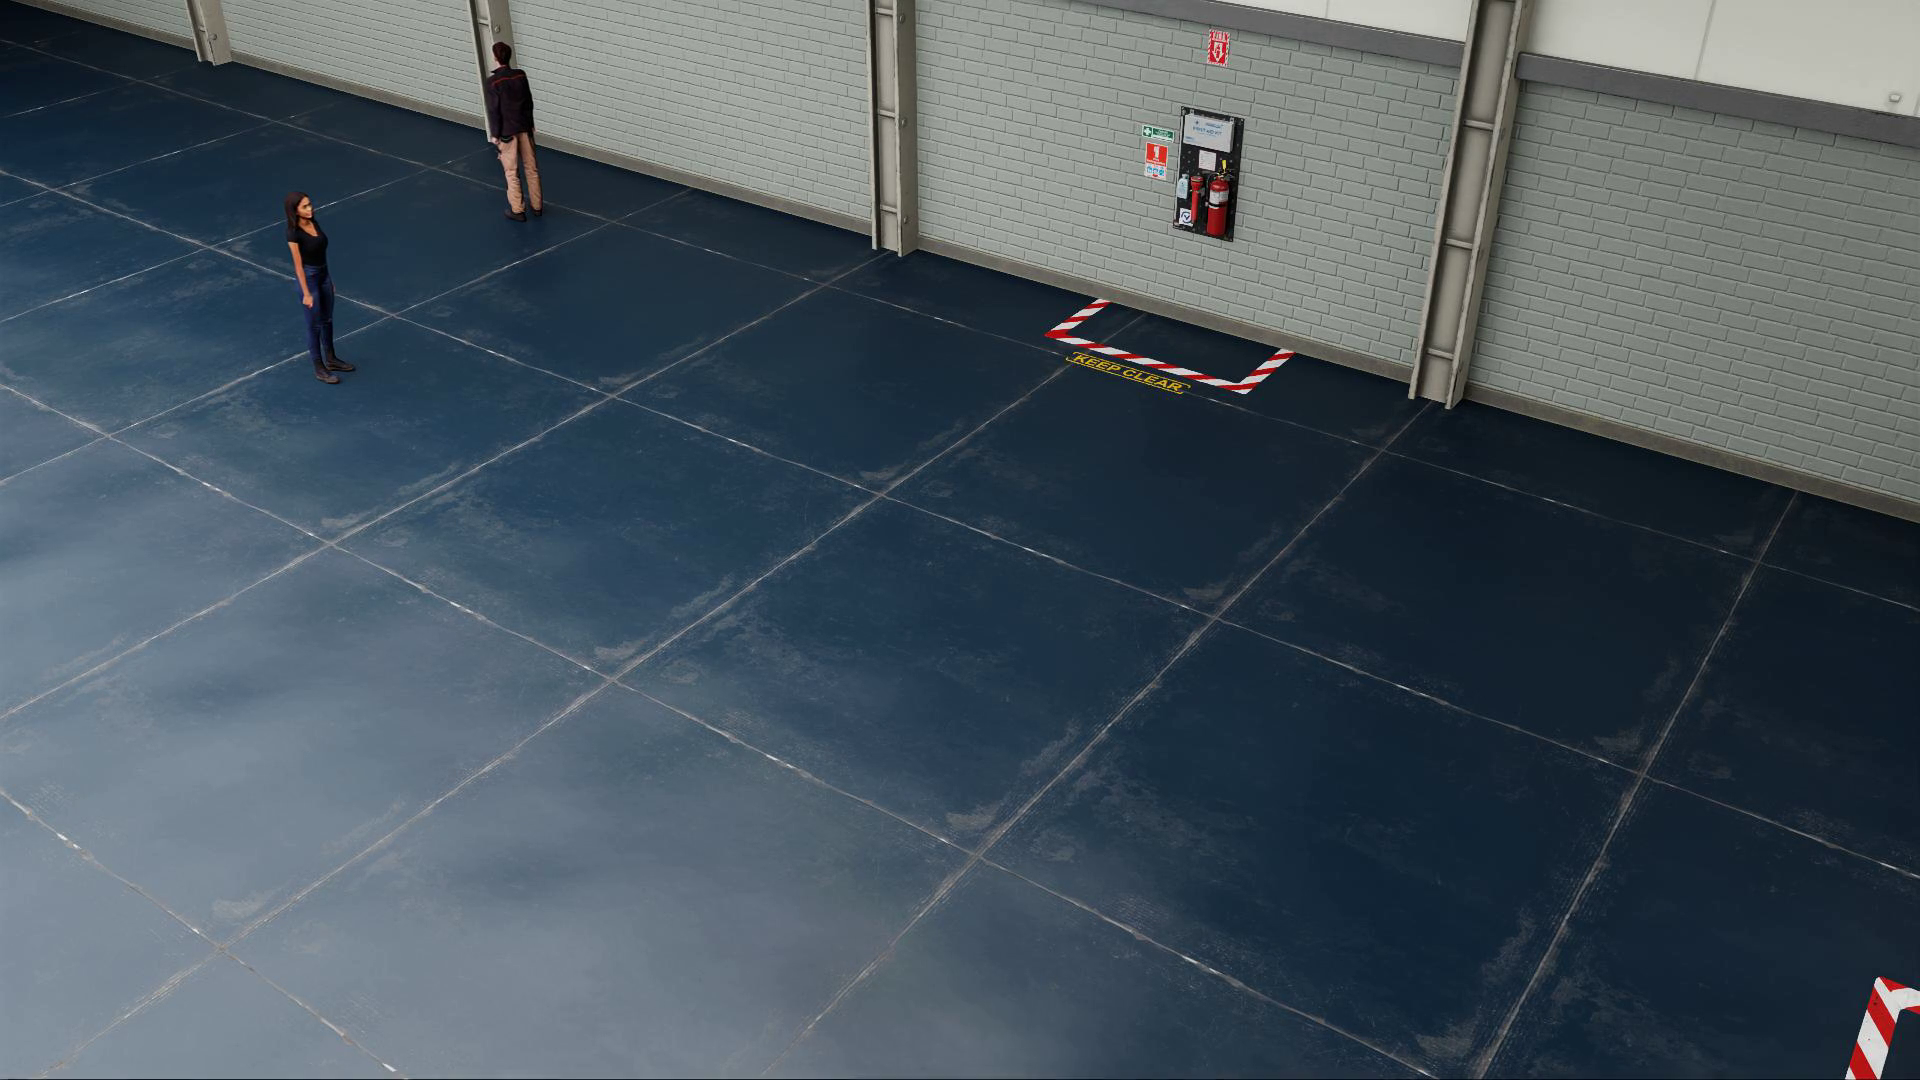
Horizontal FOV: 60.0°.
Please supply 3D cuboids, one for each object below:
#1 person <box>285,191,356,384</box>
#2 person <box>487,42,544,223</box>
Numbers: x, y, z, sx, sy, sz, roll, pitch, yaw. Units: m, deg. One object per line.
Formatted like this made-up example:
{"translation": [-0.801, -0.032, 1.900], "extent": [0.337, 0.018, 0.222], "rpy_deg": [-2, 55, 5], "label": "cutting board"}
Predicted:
{"translation": [-5.707, -2.254, 14.700], "extent": [0.644, 1.738, 0.646], "rpy_deg": [7, 33, 11], "label": "person"}
{"translation": [-4.812, -4.400, 17.929], "extent": [0.735, 1.925, 0.667], "rpy_deg": [-27, 41, -36], "label": "person"}
